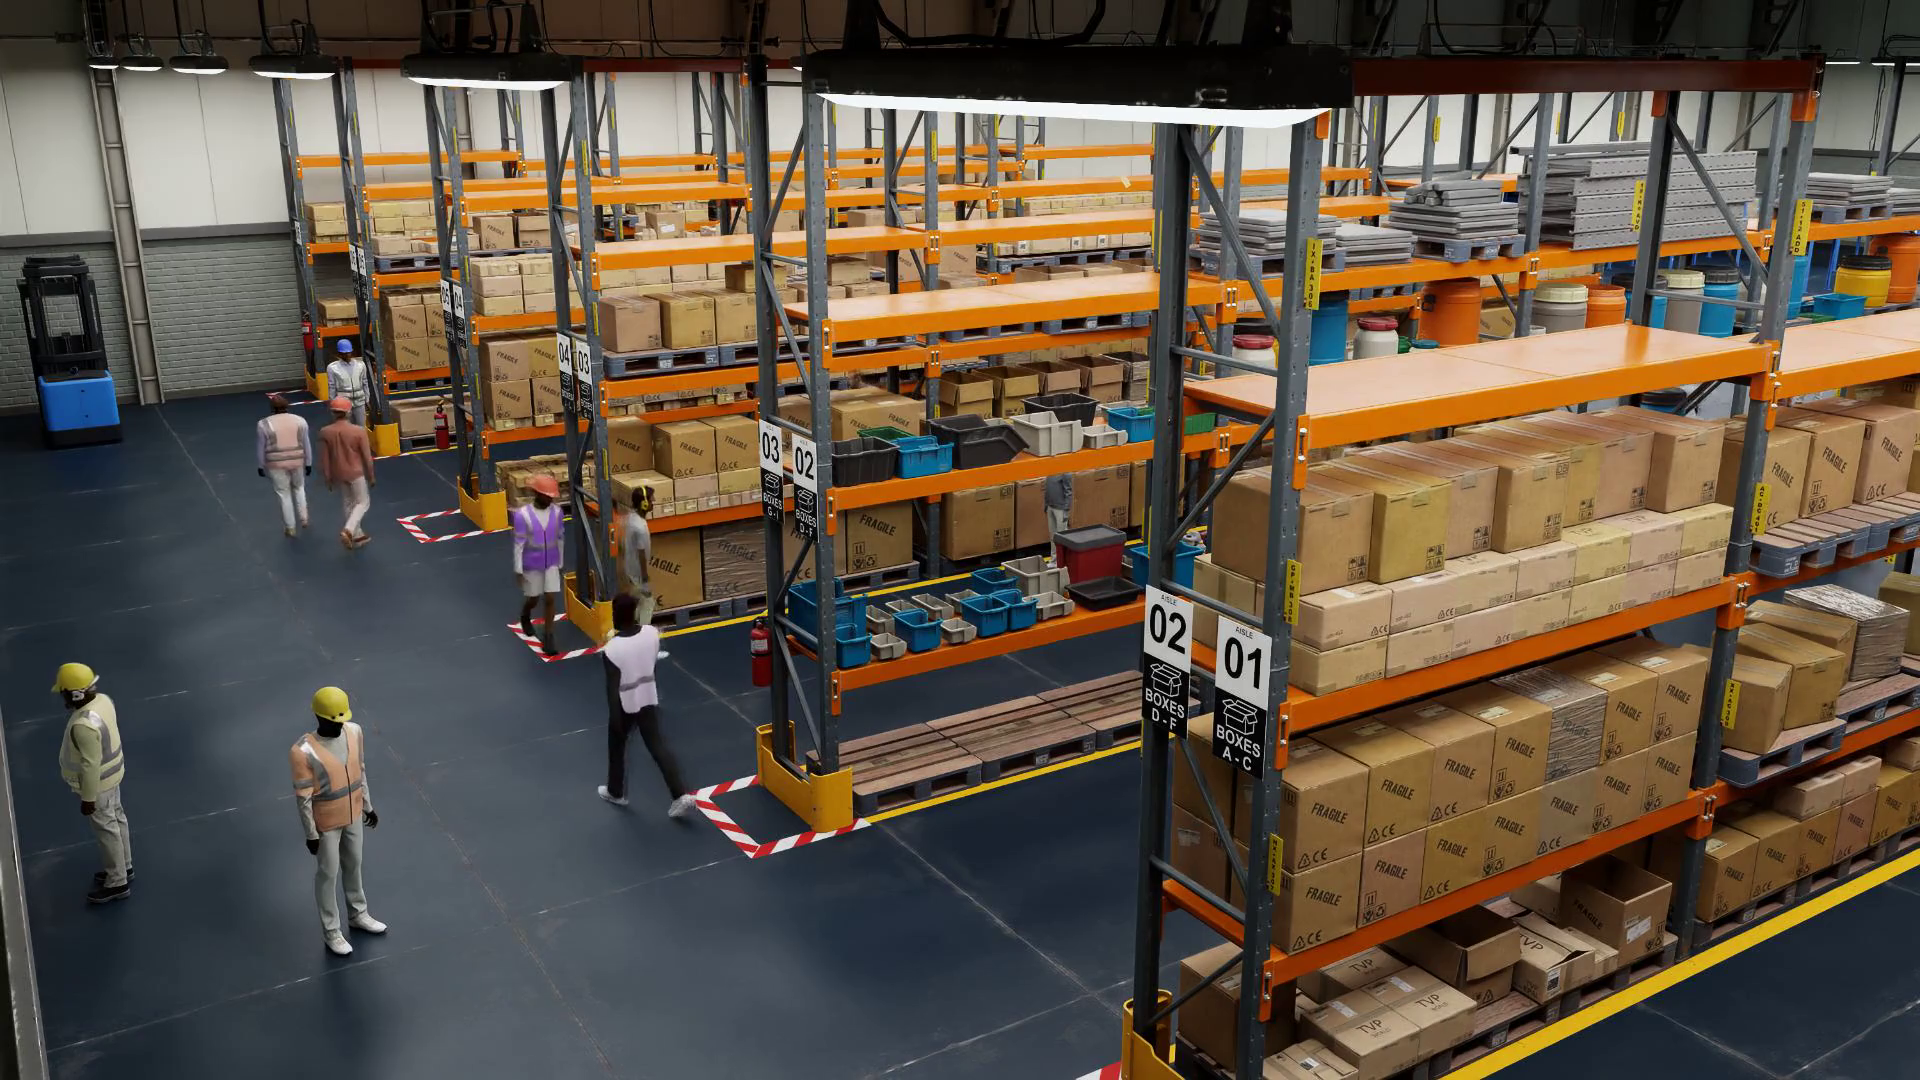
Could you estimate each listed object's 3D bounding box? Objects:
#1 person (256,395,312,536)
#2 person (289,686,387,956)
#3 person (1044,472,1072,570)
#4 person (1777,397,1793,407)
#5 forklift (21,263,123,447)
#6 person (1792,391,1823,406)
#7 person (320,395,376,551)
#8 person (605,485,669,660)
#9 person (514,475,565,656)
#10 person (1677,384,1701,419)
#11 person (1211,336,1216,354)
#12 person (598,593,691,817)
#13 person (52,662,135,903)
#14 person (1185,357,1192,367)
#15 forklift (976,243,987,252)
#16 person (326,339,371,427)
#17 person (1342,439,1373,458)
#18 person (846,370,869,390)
[{"bbox_3d":[-8.811,-0.984,20.563,0.648,1.823,0.605,-14,22,-38],"label":"person"},{"bbox_3d":[-4.290,1.906,10.914,0.378,1.918,0.585,8,19,25],"label":"person"},{"bbox_3d":[1.155,-0.379,18.887,0.271,1.632,0.508,-9,19,-26],"label":"person"},{"bbox_3d":[12.409,-2.106,24.101,0.639,1.902,0.407,1,17,4],"label":"person"},{"bbox_3d":[-14.518,-3.079,25.708,1.129,2.768,1.873,-10,20,-31],"label":"forklift"},{"bbox_3d":[15.046,-3.239,27.750,0.353,1.937,0.635,-16,23,-42],"label":"person"},{"bbox_3d":[-7.681,-0.828,19.781,0.627,1.978,0.744,2,17,8],"label":"person"},{"bbox_3d":[-3.327,0.352,16.133,0.525,1.851,0.531,-6,18,-18],"label":"person"},{"bbox_3d":[-4.402,0.225,16.469,0.597,1.897,0.693,-13,21,-35],"label":"person"},{"bbox_3d":[10.702,-1.759,23.339,0.531,1.679,0.434,-10,20,-30],"label":"person"},{"bbox_3d":[4.360,-2.770,26.351,0.878,1.846,0.576,-10,20,-30],"label":"person"},{"bbox_3d":[-2.623,1.339,12.852,0.965,1.885,0.582,14,22,38],"label":"person"},{"bbox_3d":[-6.346,1.751,11.572,0.404,1.831,0.588,-5,18,-16],"label":"person"},{"bbox_3d":[3.344,-1.756,22.940,0.872,1.903,0.579,-12,21,-35],"label":"person"},{"bbox_3d":[0.988,-5.474,34.718,1.214,2.155,2.313,-10,20,-31],"label":"forklift"},{"bbox_3d":[-9.249,-2.082,23.941,0.612,1.947,0.388,-14,22,-38],"label":"person"},{"bbox_3d":[4.825,-0.496,18.966,0.995,1.813,0.536,-10,20,-31],"label":"person"},{"bbox_3d":[-1.477,-1.514,22.198,0.726,1.874,0.649,-15,22,-40],"label":"person"}]
